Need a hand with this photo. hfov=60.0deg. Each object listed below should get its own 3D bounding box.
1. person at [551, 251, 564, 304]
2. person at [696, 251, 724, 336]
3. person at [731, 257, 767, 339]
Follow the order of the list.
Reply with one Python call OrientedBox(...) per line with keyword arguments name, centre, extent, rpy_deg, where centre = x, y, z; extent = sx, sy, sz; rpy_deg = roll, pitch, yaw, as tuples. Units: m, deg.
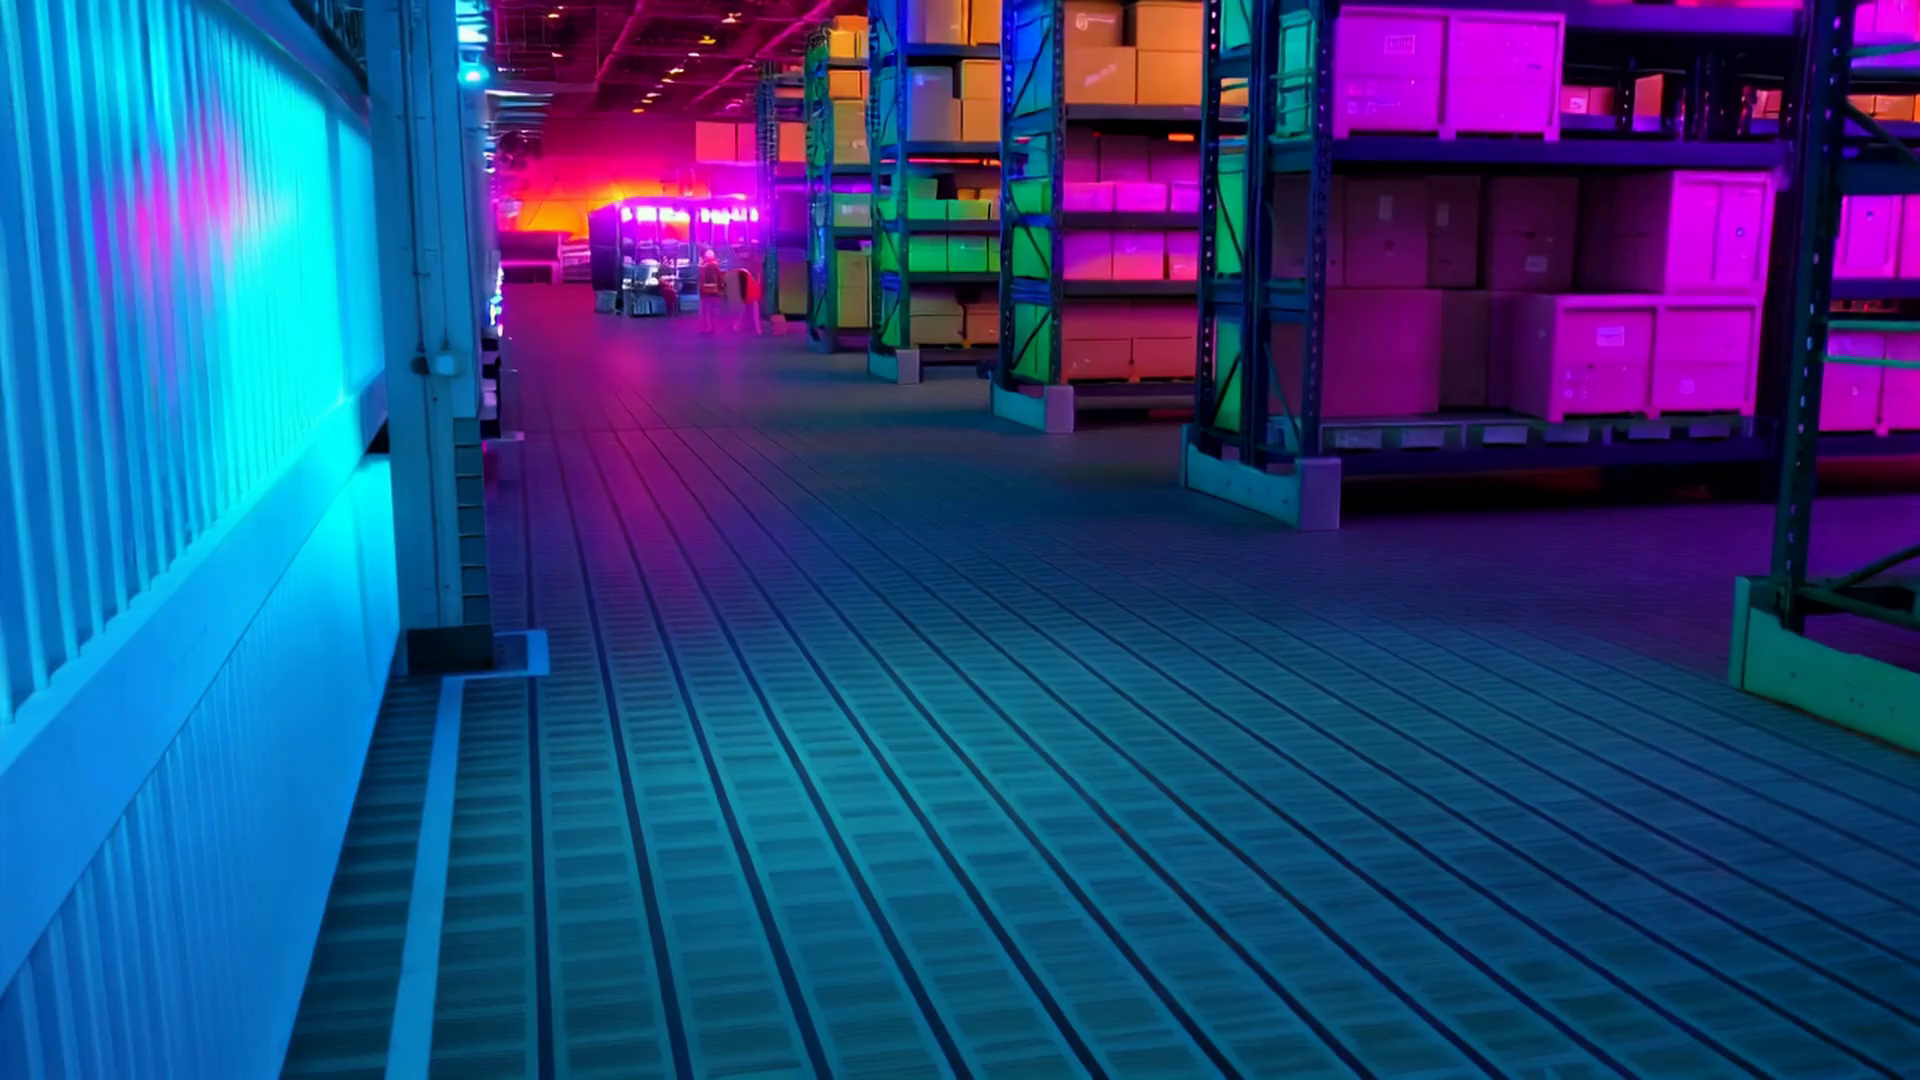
OrientedBox(name="person", centre=(-14.111, -9.189, 58.338), extent=(0.570, 1.843, 0.380), rpy_deg=(6, 12, 31))
OrientedBox(name="person", centre=(-5.641, -5.560, 37.564), extent=(0.643, 1.926, 0.543), rpy_deg=(-2, 10, -9))
OrientedBox(name="person", centre=(-4.680, -5.321, 36.622), extent=(0.944, 1.790, 0.637), rpy_deg=(6, 12, 30))
